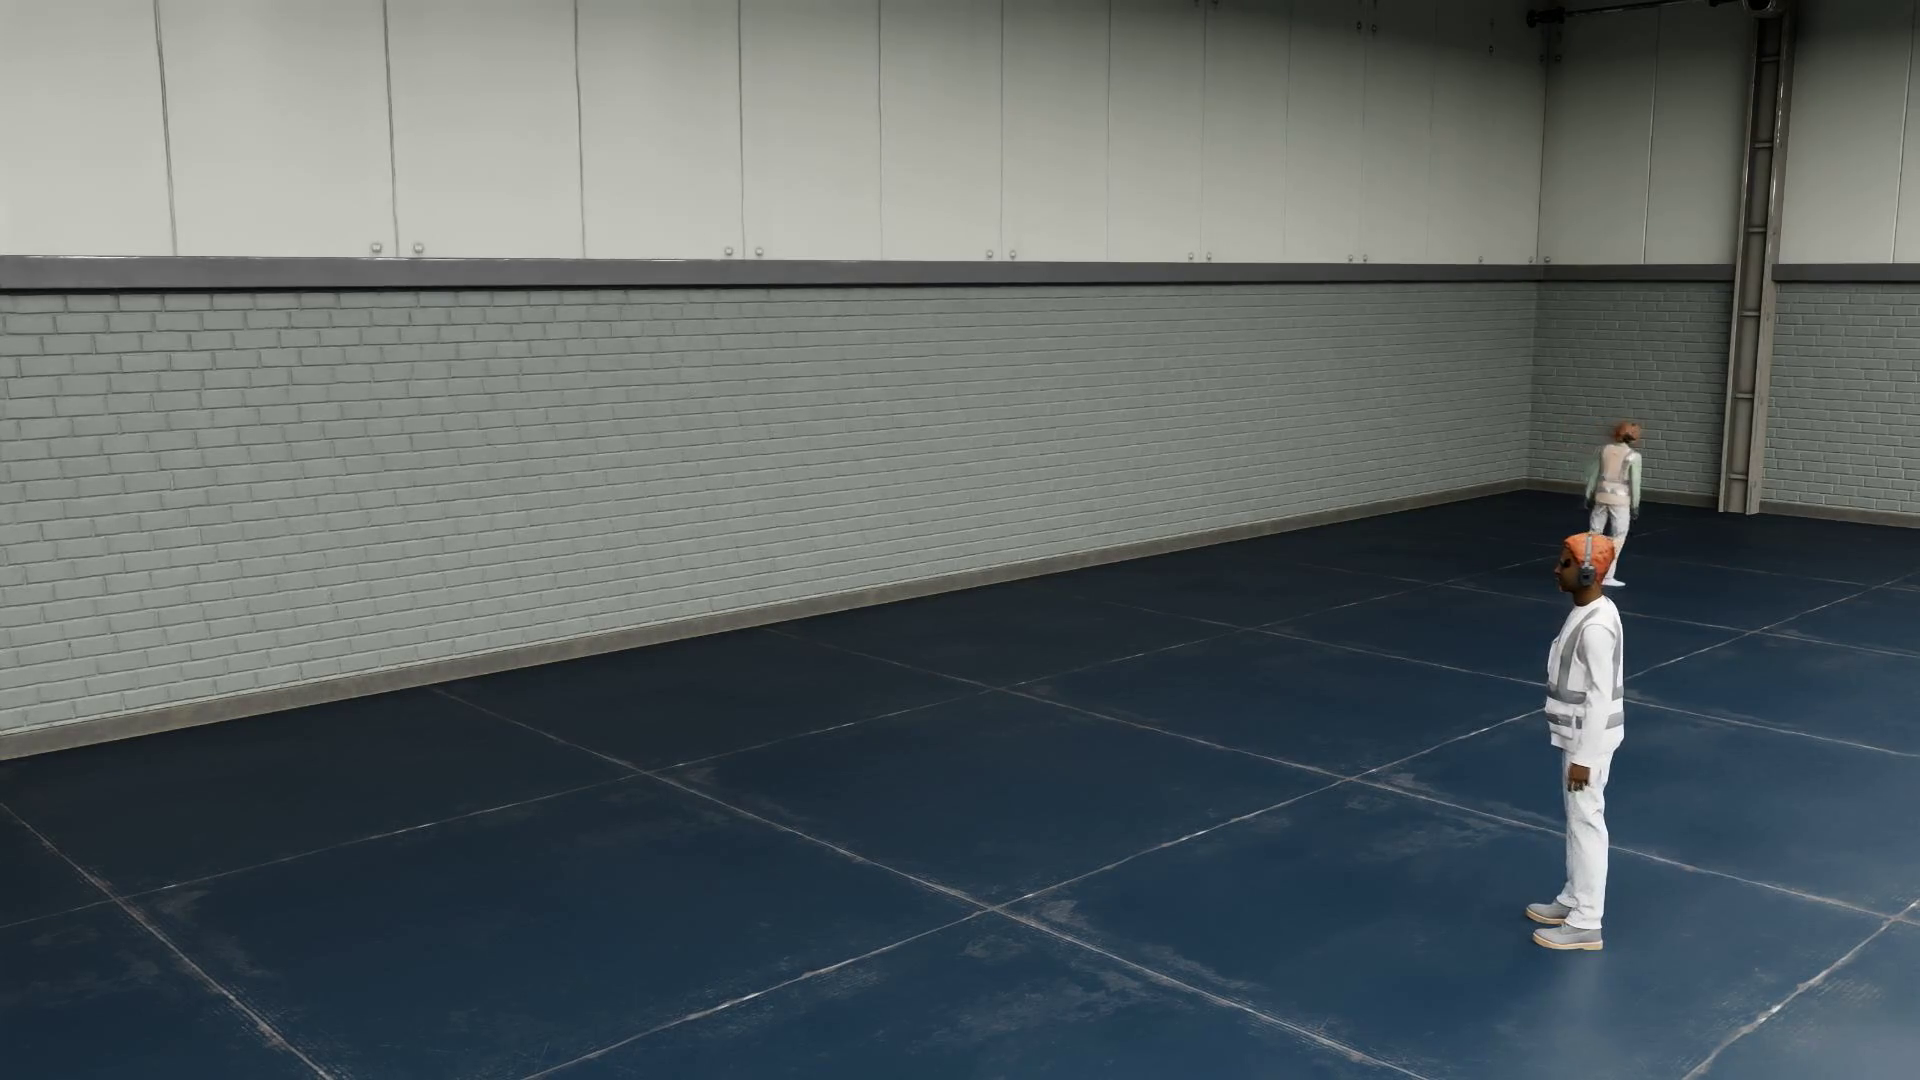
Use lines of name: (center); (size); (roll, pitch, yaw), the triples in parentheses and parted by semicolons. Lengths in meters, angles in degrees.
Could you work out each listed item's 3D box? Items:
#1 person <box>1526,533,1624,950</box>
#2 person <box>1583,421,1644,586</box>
person: (2.787, 0.900, 7.475); (0.357, 1.883, 0.573); (3, 10, 17)
person: (6.279, -0.354, 16.096); (0.398, 1.609, 0.642); (-5, 11, -30)
